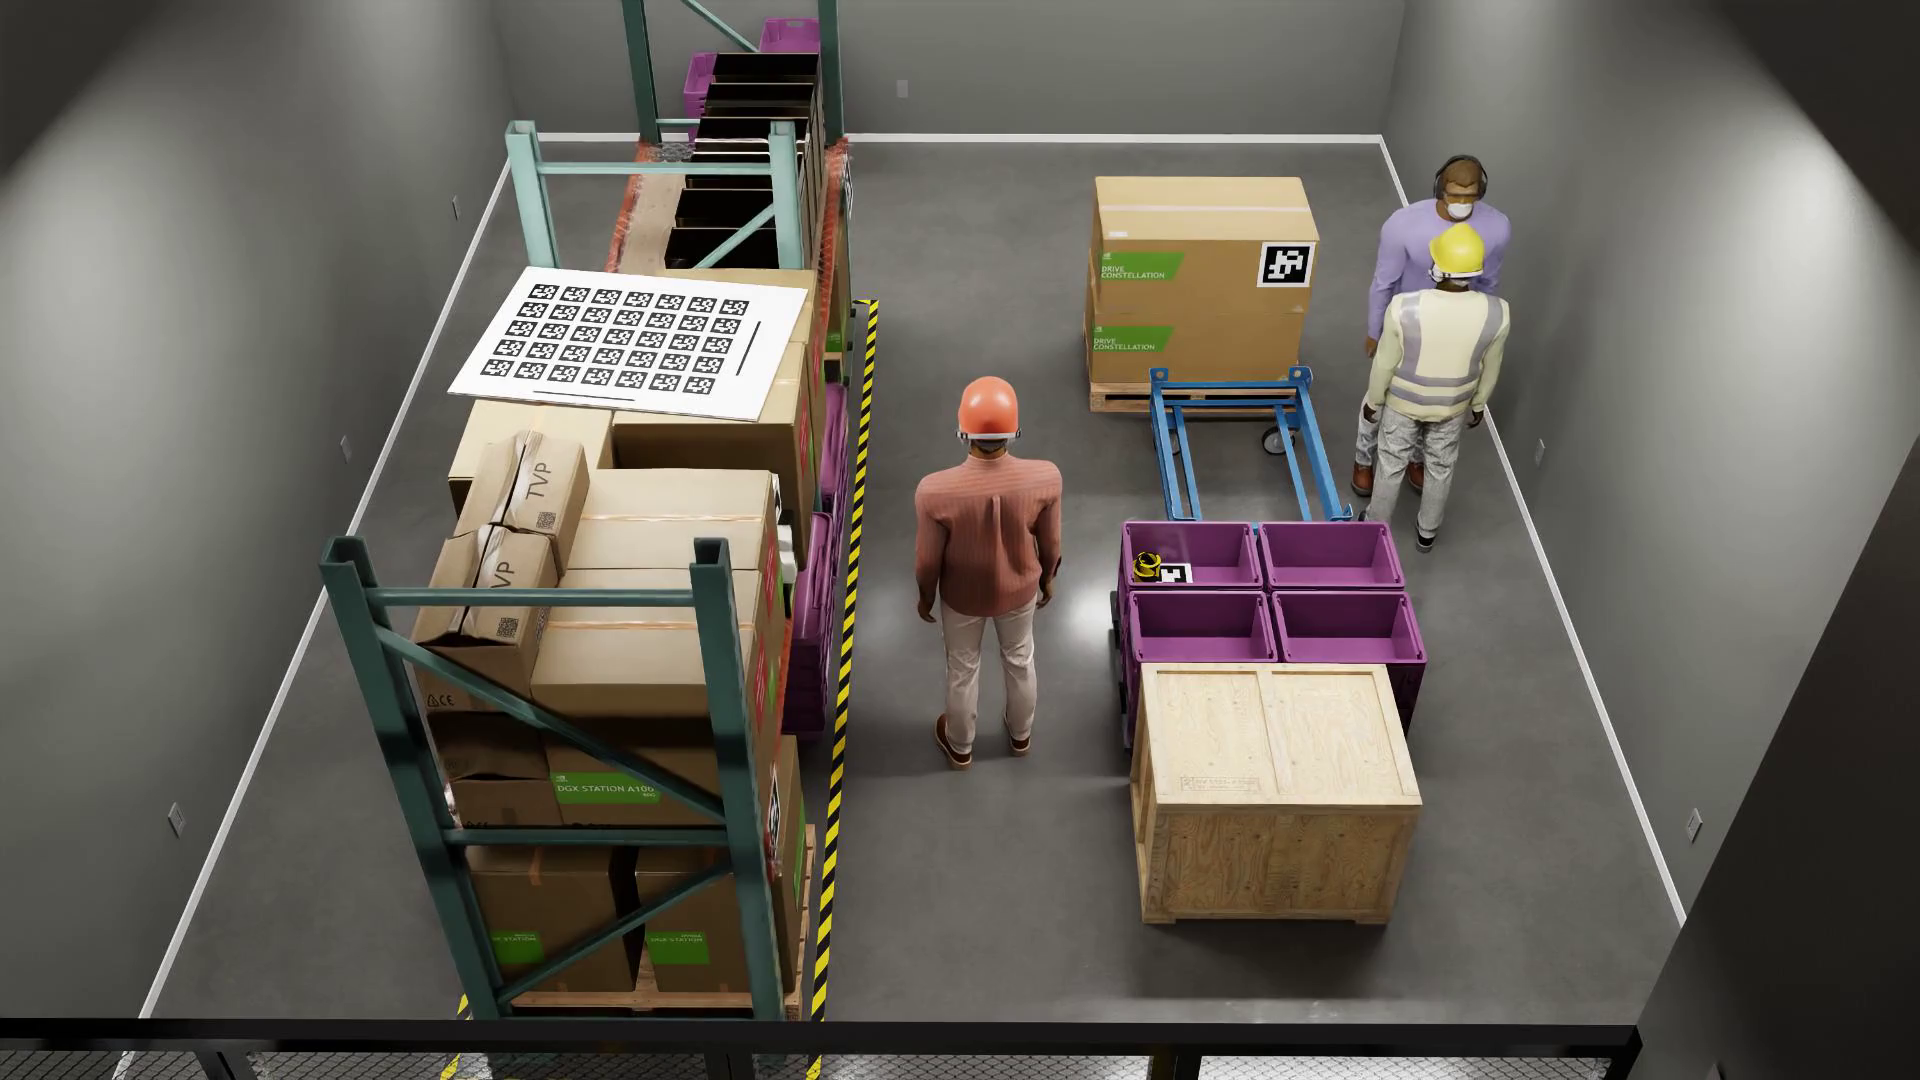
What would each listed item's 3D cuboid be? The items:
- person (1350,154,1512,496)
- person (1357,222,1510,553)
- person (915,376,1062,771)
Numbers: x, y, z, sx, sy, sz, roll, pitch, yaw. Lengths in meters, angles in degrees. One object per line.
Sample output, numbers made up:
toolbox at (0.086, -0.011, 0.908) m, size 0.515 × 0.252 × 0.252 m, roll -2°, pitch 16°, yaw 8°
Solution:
person at (2.338, -1.061, 8.323) m, size 0.629 × 1.939 × 0.374 m, roll -1°, pitch 41°, yaw -1°
person at (2.246, -0.704, 7.991) m, size 0.602 × 1.836 × 0.404 m, roll 2°, pitch 41°, yaw 2°
person at (0.111, 0.172, 6.875) m, size 0.612 × 1.995 × 0.382 m, roll -9°, pitch 42°, yaw -11°
